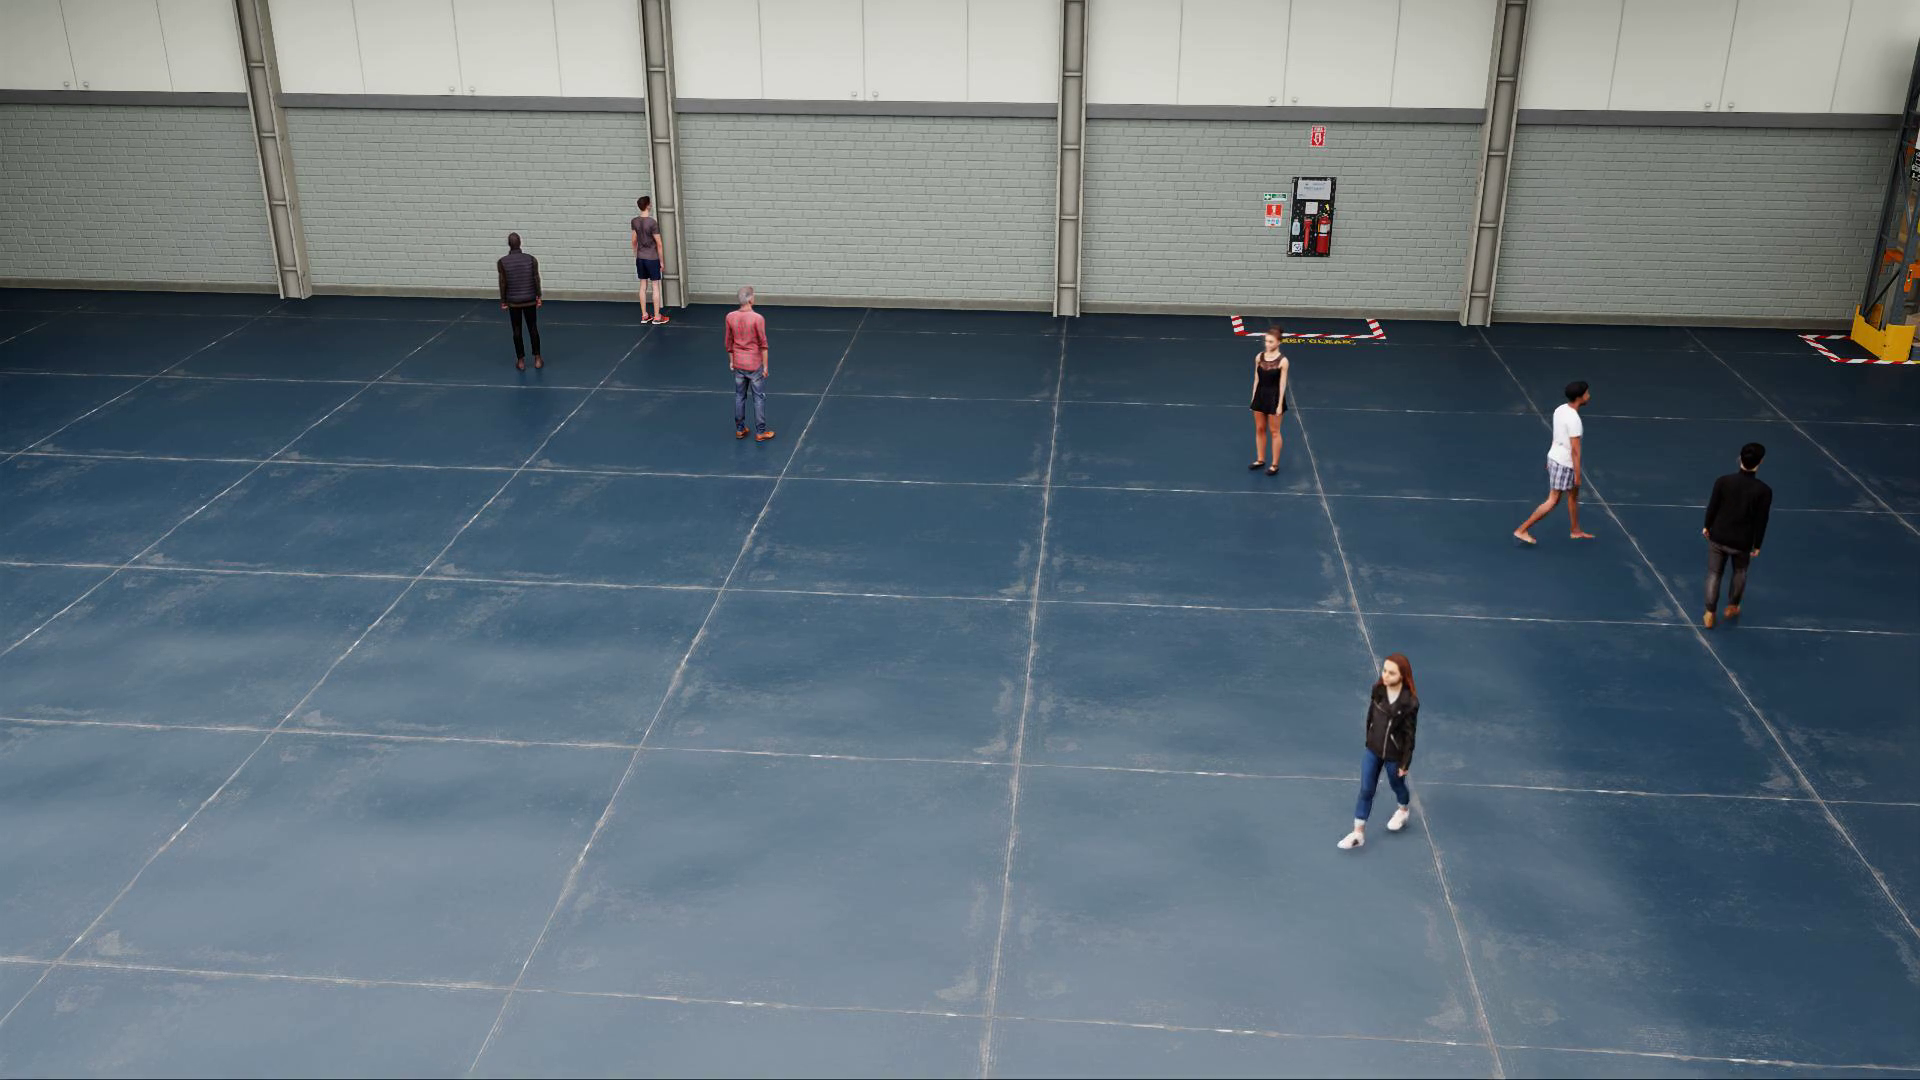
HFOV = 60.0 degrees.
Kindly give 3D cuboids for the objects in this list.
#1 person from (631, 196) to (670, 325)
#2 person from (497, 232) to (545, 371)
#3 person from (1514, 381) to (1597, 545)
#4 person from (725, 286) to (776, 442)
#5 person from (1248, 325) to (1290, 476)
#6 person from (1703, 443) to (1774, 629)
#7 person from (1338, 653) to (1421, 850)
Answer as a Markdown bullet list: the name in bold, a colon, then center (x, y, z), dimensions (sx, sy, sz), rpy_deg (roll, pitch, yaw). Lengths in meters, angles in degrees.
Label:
- **person**: center (-4.542, -4.076, 24.212), dimensions (0.607, 1.851, 0.785), rpy_deg (10, 25, 22)
- **person**: center (-5.838, -3.182, 22.131), dimensions (0.661, 1.835, 0.829), rpy_deg (-7, 24, -15)
- **person**: center (5.935, -0.735, 16.559), dimensions (1.097, 1.691, 0.677), rpy_deg (1, 23, 3)
- **person**: center (-2.487, -2.084, 19.553), dimensions (0.618, 1.830, 0.810), rpy_deg (10, 25, 21)
- **person**: center (3.457, -1.571, 18.540), dimensions (0.672, 1.679, 0.743), rpy_deg (21, 31, 40)
- **person**: center (6.881, -0.013, 14.842), dimensions (0.843, 1.706, 0.884), rpy_deg (11, 25, 24)
- **person**: center (3.058, 1.460, 11.710), dimensions (1.003, 1.447, 0.975), rpy_deg (-20, 30, -39)
